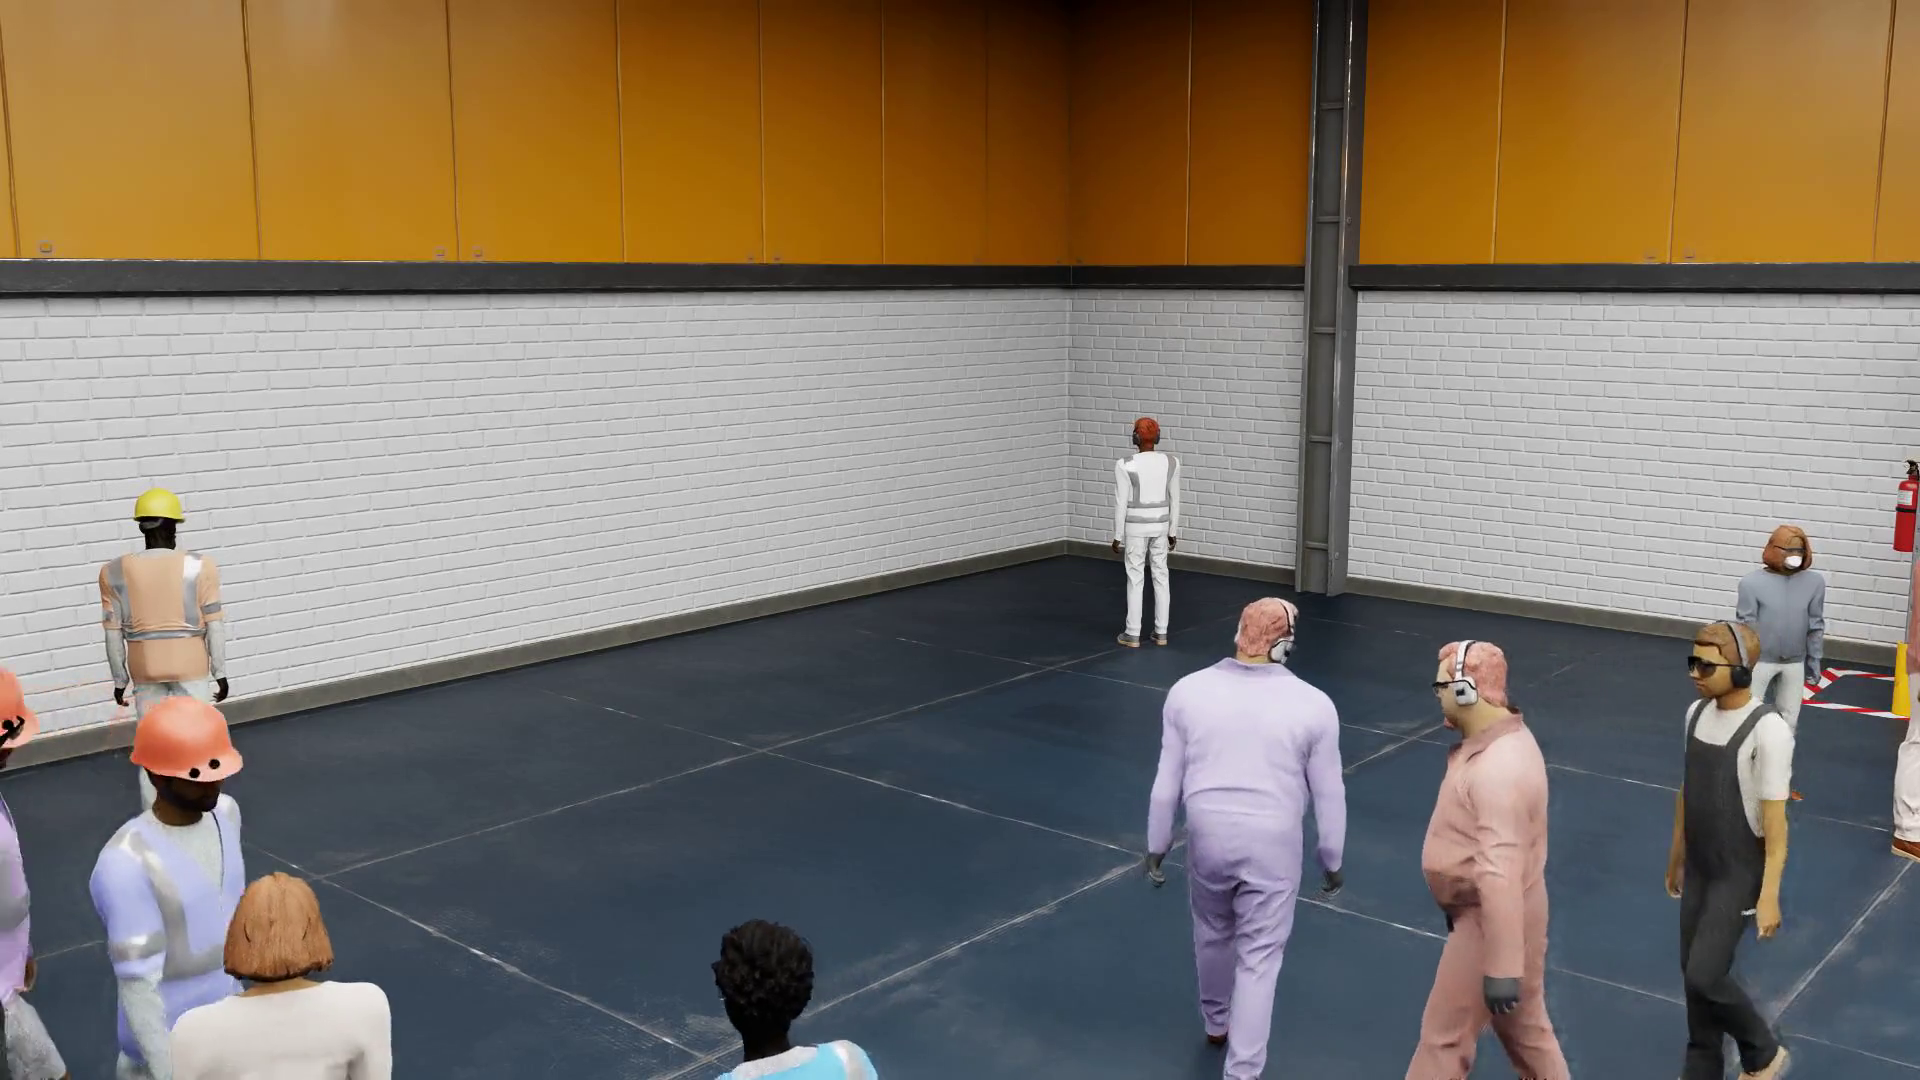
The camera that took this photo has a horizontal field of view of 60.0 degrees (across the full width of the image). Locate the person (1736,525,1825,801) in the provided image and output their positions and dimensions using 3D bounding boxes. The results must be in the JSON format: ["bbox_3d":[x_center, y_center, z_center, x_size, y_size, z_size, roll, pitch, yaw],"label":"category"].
[{"bbox_3d":[4.690,0.711,9.562,0.500,1.623,0.305,0,9,-2],"label":"person"}]

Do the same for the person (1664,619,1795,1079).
[{"bbox_3d":[2.706,1.184,5.928,0.418,1.830,0.543,-1,9,-9],"label":"person"}]

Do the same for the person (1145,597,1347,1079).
[{"bbox_3d":[1.073,1.132,6.212,0.727,1.849,0.907,4,10,22],"label":"person"}]

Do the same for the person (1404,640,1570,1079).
[{"bbox_3d":[1.687,1.253,5.455,0.911,1.848,0.727,3,9,17],"label":"person"}]

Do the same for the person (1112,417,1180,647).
[{"bbox_3d":[1.517,-0.063,13.601,0.574,1.884,0.356,-3,9,-17],"label":"person"}]

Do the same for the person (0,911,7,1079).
[{"bbox_3d":[-2.612,1.447,4.027,0.591,1.916,0.393,-2,9,-11],"label":"person"}]

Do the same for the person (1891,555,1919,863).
[{"bbox_3d":[5.117,0.673,8.628,0.608,1.996,0.381,-8,12,-42],"label":"person"}]

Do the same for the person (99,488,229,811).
[{"bbox_3d":[-4.180,0.687,8.790,0.584,1.918,0.381,-2,9,-15],"label":"person"}]

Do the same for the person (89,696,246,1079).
[{"bbox_3d":[-2.077,1.359,4.667,0.969,1.885,0.569,2,9,13],"label":"person"}]

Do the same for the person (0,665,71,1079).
[{"bbox_3d":[-2.924,1.291,4.878,1.098,1.967,0.665,-6,11,-32],"label":"person"}]

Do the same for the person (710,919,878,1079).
[{"bbox_3d":[-0.405,1.635,3.668,0.535,1.654,0.854,-6,11,-32],"label":"person"}]

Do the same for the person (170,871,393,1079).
[{"bbox_3d":[-1.596,1.604,3.974,0.502,1.616,0.650,-4,10,-23],"label":"person"}]
